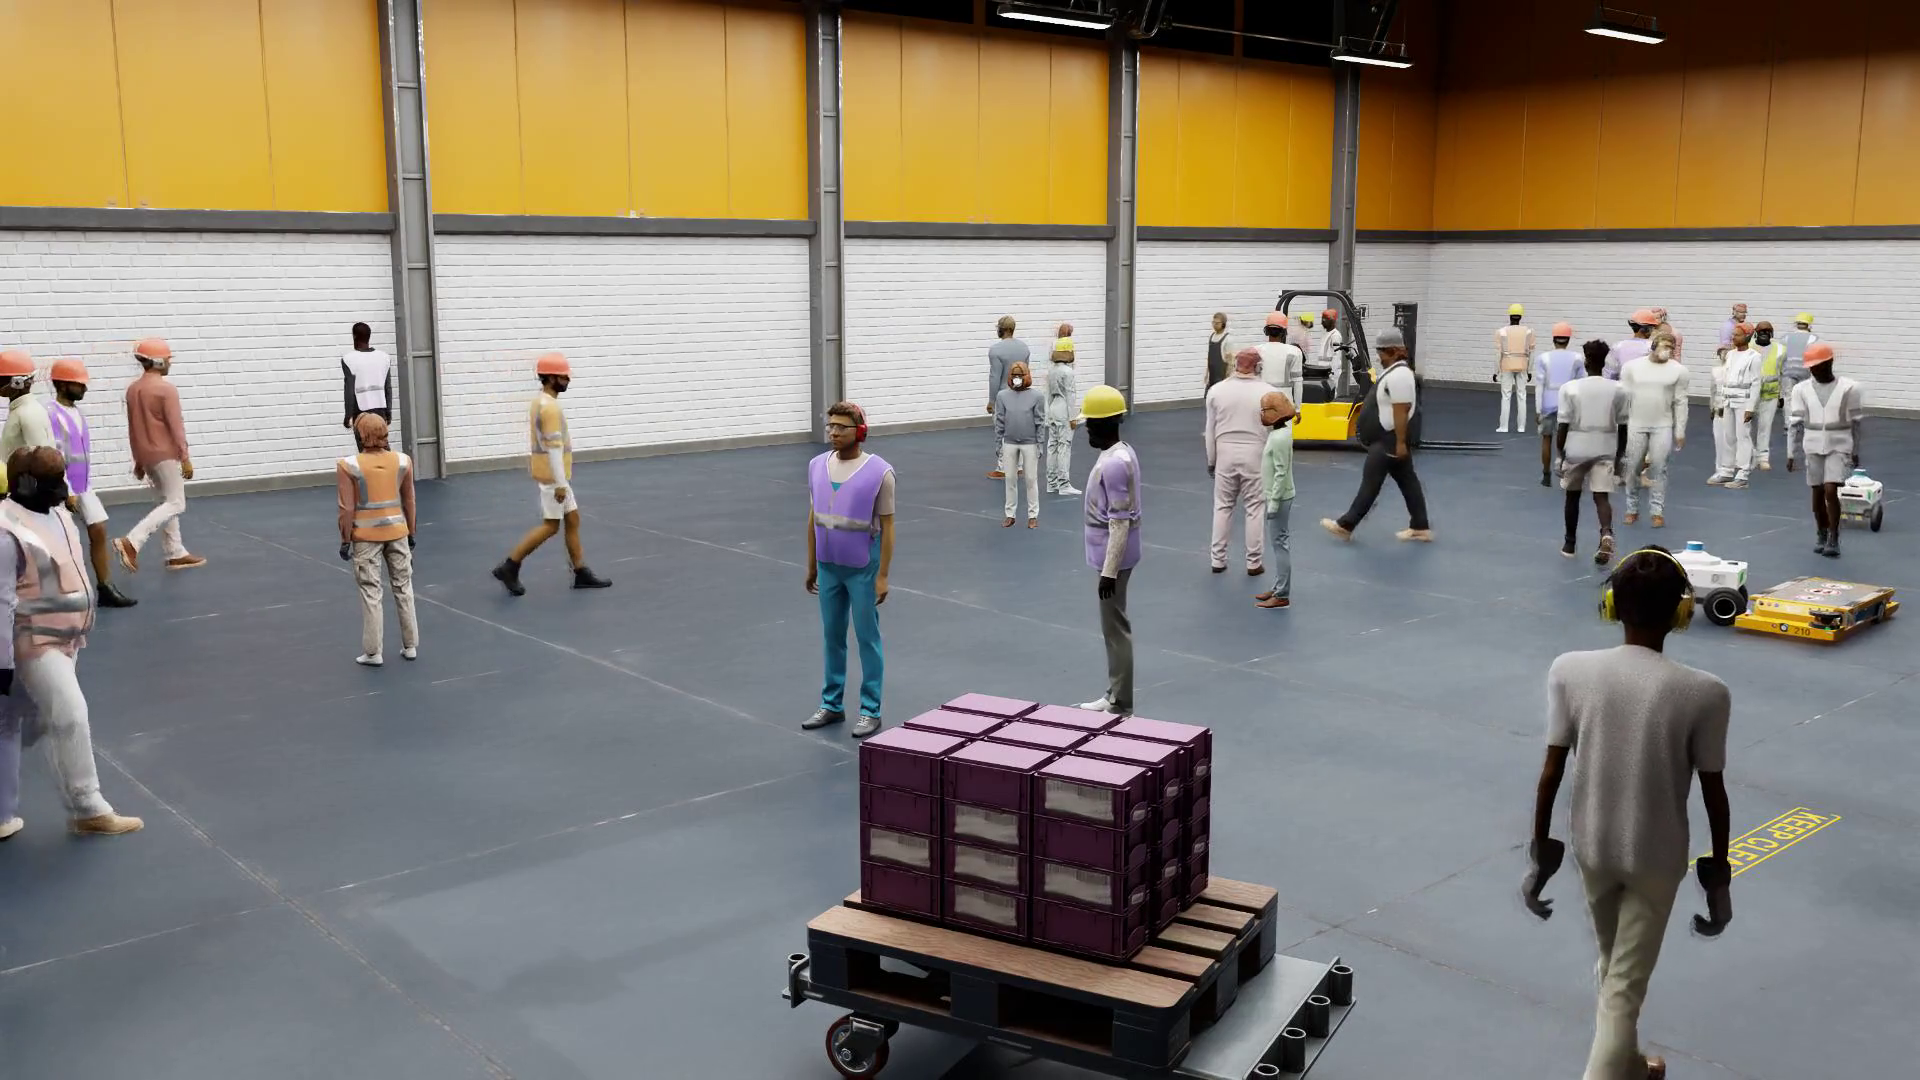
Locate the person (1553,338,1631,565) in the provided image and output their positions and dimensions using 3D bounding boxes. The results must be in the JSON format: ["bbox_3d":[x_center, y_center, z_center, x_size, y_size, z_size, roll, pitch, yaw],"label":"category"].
[{"bbox_3d":[5.437,-0.755,14.288,0.612,1.941,0.853,2,10,9],"label":"person"}]

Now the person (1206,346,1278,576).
[{"bbox_3d":[2.343,-0.650,13.767,0.634,1.901,0.405,4,10,21],"label":"person"}]

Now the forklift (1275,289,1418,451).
[{"bbox_3d":[5.034,-2.339,22.783,2.313,2.155,1.214,3,10,16],"label":"forklift"}]

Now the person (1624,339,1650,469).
[{"bbox_3d":[8.419,-1.690,20.626,0.278,1.633,0.507,-4,10,-22],"label":"person"}]

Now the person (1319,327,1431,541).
[{"bbox_3d":[3.908,-0.996,15.369,1.029,2.000,0.703,3,10,16],"label":"person"}]

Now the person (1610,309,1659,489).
[{"bbox_3d":[7.704,-1.604,18.941,0.395,2.039,0.607,-6,12,-33],"label":"person"}]

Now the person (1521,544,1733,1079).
[{"bbox_3d":[1.933,0.923,4.801,0.536,1.830,0.996,8,13,40],"label":"person"}]

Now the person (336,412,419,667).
[{"bbox_3d":[-3.748,-0.003,10.727,0.516,1.640,0.314,-9,13,-41],"label":"person"}]

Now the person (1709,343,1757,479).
[{"bbox_3d":[9.152,-1.519,19.644,0.594,1.617,0.553,-6,11,-32],"label":"person"}]

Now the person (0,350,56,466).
[{"bbox_3d":[-6.430,-0.308,11.476,0.381,1.994,0.622,-7,12,-36],"label":"person"}]

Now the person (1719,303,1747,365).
[{"bbox_3d":[12.160,-2.758,26.091,0.644,1.904,0.399,-7,12,-36],"label":"person"}]

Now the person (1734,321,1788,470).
[{"bbox_3d":[9.882,-1.787,20.583,0.634,1.841,0.429,2,10,14],"label":"person"}]

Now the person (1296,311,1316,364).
[{"bbox_3d":[5.594,-2.880,27.252,0.439,1.749,0.544,2,10,12],"label":"person"}]

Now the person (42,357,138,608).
[{"bbox_3d":[-6.700,-0.412,12.373,0.892,1.903,0.541,1,10,3],"label":"person"}]

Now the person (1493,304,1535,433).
[{"bbox_3d":[8.245,-2.549,24.790,0.585,1.928,0.379,1,10,5],"label":"person"}]

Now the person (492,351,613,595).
[{"bbox_3d":[-3.218,-0.519,12.976,0.890,1.910,0.558,-3,10,-18],"label":"person"}]

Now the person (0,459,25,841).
[{"bbox_3d":[-4.394,0.502,7.494,0.558,1.734,0.530,-4,10,-22],"label":"person"}]

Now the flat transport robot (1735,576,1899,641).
[{"bbox_3d":[6.169,0.475,11.935,0.652,0.197,1.431,9,13,44],"label":"flat transport robot"}]

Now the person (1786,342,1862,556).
[{"bbox_3d":[7.593,-0.795,14.646,0.552,1.883,0.660,8,13,39],"label":"person"}]

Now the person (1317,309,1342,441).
[{"bbox_3d":[5.279,-2.363,23.837,0.355,1.883,0.576,0,10,-2],"label":"person"}]

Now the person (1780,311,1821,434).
[{"bbox_3d":[12.516,-2.485,24.753,0.601,1.814,0.585,9,14,44],"label":"person"}]

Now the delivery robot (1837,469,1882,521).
[{"bbox_3d":[8.756,-0.445,16.217,0.477,0.478,0.707,7,12,36],"label":"delivery robot"}]

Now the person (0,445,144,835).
[{"bbox_3d":[-4.243,0.462,7.551,0.875,1.808,0.626,-1,10,-5],"label":"person"}]

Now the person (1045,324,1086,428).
[{"bbox_3d":[1.581,-2.531,25.674,0.527,1.591,0.878,8,12,39],"label":"person"}]

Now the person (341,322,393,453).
[{"bbox_3d":[-6.472,-1.420,18.219,0.373,1.914,0.597,7,12,36],"label":"person"}]

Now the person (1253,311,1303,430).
[{"bbox_3d":[3.408,-1.459,18.074,0.615,2.043,0.373,2,10,13],"label":"person"}]

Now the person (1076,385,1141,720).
[{"bbox_3d":[0.826,0.095,9.320,0.375,1.922,0.594,1,10,6],"label":"person"}]

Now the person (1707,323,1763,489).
[{"bbox_3d":[8.855,-1.529,18.953,0.355,1.885,0.574,-2,10,-12],"label":"person"}]

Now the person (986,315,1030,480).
[{"bbox_3d":[0.552,-1.677,19.660,0.372,1.939,0.631,9,13,43],"label":"person"}]

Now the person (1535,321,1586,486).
[{"bbox_3d":[6.793,-1.515,18.829,0.554,1.914,0.757,2,10,12],"label":"person"}]

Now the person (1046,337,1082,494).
[{"bbox_3d":[1.150,-1.377,18.475,0.295,1.744,0.487,-5,11,-28],"label":"person"}]

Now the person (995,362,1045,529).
[{"bbox_3d":[0.582,-0.918,16.136,0.501,1.626,0.282,3,10,17],"label":"person"}]

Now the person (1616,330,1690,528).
[{"bbox_3d":[6.760,-1.069,16.270,0.657,1.937,0.401,4,11,23],"label":"person"}]

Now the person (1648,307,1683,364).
[{"bbox_3d":[10.048,-2.405,24.035,0.402,1.899,0.652,-9,13,-42],"label":"person"}]

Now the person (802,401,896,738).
[{"bbox_3d":[-0.606,0.154,9.198,0.564,1.850,0.390,6,11,31],"label":"person"}]

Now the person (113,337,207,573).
[{"bbox_3d":[-6.696,-0.689,13.780,0.631,1.975,0.753,7,12,34],"label":"person"}]

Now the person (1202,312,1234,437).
[{"bbox_3d":[3.800,-2.411,24.260,0.587,1.833,0.538,-5,11,-26],"label":"person"}]

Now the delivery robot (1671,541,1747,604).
[{"bbox_3d":[5.340,0.253,12.125,0.707,0.478,0.477,5,11,26],"label":"delivery robot"}]

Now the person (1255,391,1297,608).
[{"bbox_3d":[2.373,-0.301,12.488,0.279,1.633,0.497,2,10,12],"label":"person"}]
